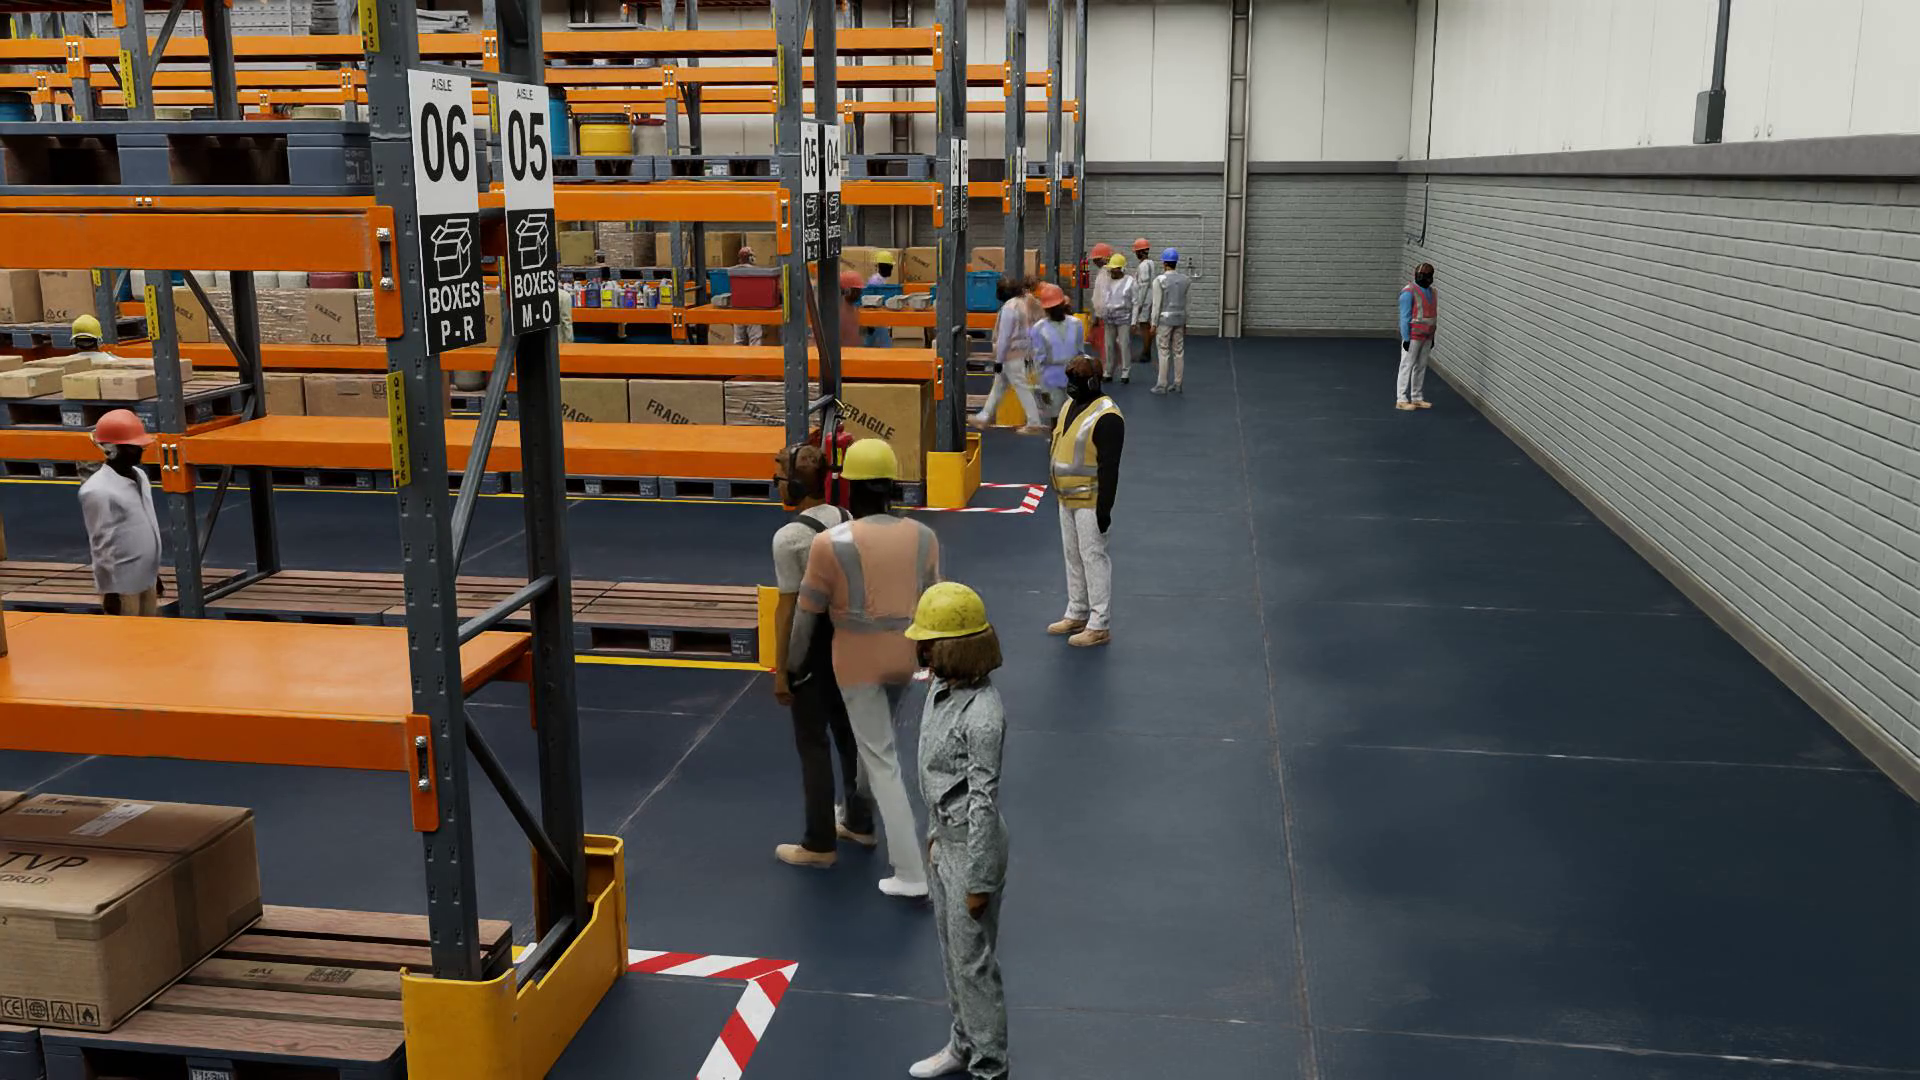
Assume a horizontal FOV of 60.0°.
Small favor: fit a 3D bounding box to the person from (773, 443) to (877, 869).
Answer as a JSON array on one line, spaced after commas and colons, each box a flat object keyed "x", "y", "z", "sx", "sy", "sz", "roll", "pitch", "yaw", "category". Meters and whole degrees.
[{"x": -0.614, "y": 0.494, "z": 7.140, "sx": 0.369, "sy": 1.833, "sz": 0.520, "roll": 8, "pitch": 15, "yaw": 33, "category": "person"}]

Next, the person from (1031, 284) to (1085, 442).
[{"x": 0.969, "y": -1.492, "z": 15.904, "sx": 0.583, "sy": 1.908, "sz": 0.497, "roll": -4, "pitch": 13, "yaw": -18, "category": "person"}]

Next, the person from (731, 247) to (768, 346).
[{"x": -2.984, "y": -3.169, "z": 23.480, "sx": 0.639, "sy": 1.910, "sz": 0.406, "roll": 6, "pitch": 14, "yaw": 25, "category": "person"}]

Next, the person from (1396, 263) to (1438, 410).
[{"x": 5.750, "y": -2.545, "z": 20.846, "sx": 0.624, "sy": 1.835, "sz": 0.431, "roll": -10, "pitch": 16, "yaw": -38, "category": "person"}]

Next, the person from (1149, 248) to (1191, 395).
[{"x": 2.801, "y": -2.915, "z": 22.245, "sx": 0.608, "sy": 1.948, "sz": 0.389, "roll": -8, "pitch": 15, "yaw": -31, "category": "person"}]

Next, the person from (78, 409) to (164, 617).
[{"x": -4.315, "y": 0.186, "z": 8.685, "sx": 0.342, "sy": 1.748, "sz": 0.573, "roll": 0, "pitch": 12, "yaw": -2, "category": "person"}]

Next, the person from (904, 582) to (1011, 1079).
[{"x": -0.014, "y": 0.972, "z": 5.191, "sx": 0.320, "sy": 1.737, "sz": 0.487, "roll": -3, "pitch": 13, "yaw": -15, "category": "person"}]

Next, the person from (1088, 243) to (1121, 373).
[{"x": 2.000, "y": -3.182, "z": 23.408, "sx": 0.430, "sy": 1.968, "sz": 0.618, "roll": 0, "pitch": 12, "yaw": -2, "category": "person"}]

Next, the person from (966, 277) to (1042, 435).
[{"x": 0.504, "y": -2.079, "z": 18.837, "sx": 0.987, "sy": 1.782, "sz": 0.631, "roll": 3, "pitch": 13, "yaw": 13, "category": "person"}]

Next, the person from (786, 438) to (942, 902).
[{"x": -0.367, "y": 0.512, "z": 6.963, "sx": 0.592, "sy": 1.868, "sz": 1.022, "roll": -9, "pitch": 16, "yaw": -37, "category": "person"}]

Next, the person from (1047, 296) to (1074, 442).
[{"x": 1.137, "y": -1.851, "z": 18.162, "sx": 0.316, "sy": 1.631, "sz": 0.524, "roll": -6, "pitch": 14, "yaw": -24, "category": "person"}]

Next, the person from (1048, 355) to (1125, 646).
[{"x": 0.783, "y": -0.254, "z": 10.498, "sx": 0.429, "sy": 1.837, "sz": 0.636, "roll": -5, "pitch": 13, "yaw": -21, "category": "person"}]

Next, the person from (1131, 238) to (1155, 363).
[{"x": 2.851, "y": -3.734, "z": 25.987, "sx": 0.374, "sy": 1.928, "sz": 0.542, "roll": 4, "pitch": 13, "yaw": 16, "category": "person"}]

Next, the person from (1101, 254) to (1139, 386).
[{"x": 2.193, "y": -3.069, "z": 23.206, "sx": 0.599, "sy": 1.827, "sz": 0.403, "roll": 8, "pitch": 15, "yaw": 31, "category": "person"}]
